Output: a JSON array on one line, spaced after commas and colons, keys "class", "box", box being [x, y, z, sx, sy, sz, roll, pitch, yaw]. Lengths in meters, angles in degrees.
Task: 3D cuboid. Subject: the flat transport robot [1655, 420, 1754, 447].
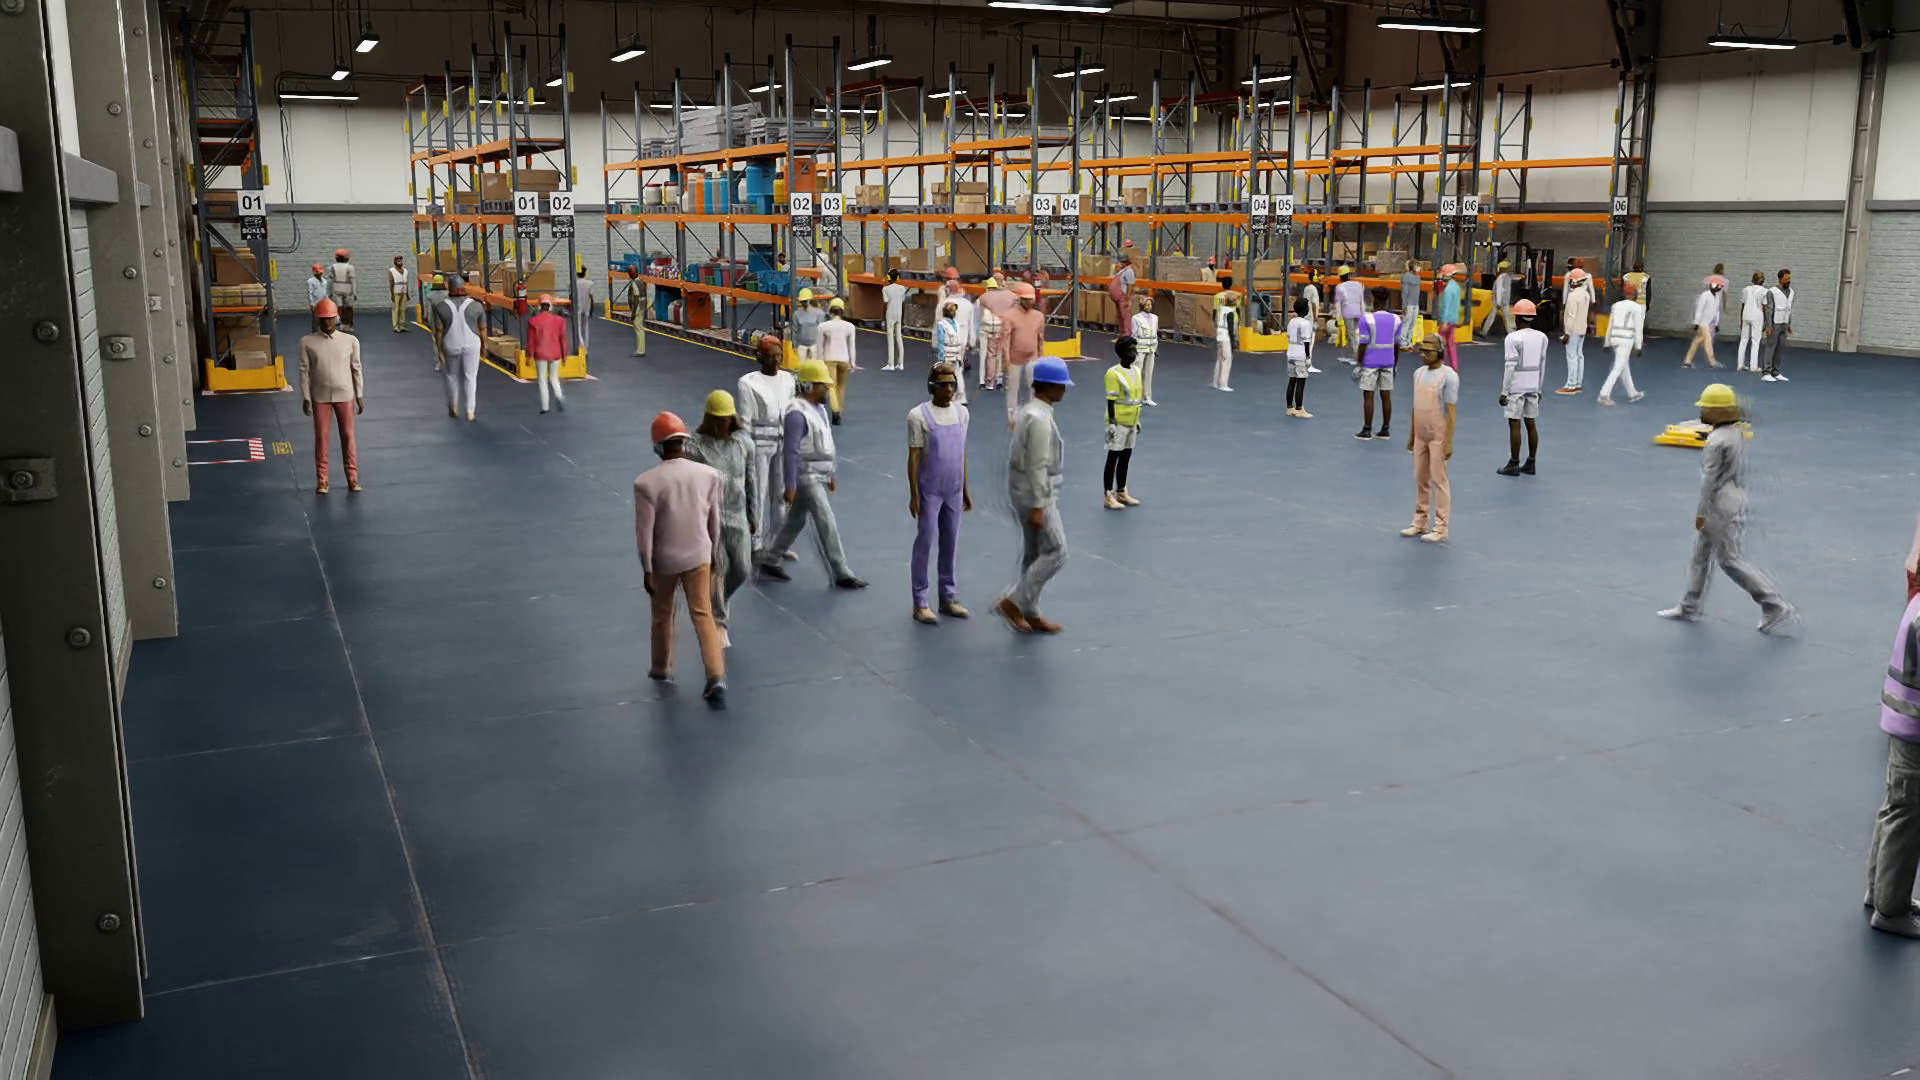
[{"class": "flat transport robot", "box": [9.385, -1.356, 20.933, 1.431, 0.197, 0.652, -11, 15, -43]}]

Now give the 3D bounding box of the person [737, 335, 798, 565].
[{"class": "person", "box": [-1.568, -0.742, 13.699, 0.583, 1.882, 0.338, -10, 15, -43]}]

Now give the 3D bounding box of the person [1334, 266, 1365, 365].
[{"class": "person", "box": [7.384, -4.287, 31.758, 0.590, 1.864, 0.824, -6, 13, -28]}]

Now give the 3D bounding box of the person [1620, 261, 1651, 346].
[{"class": "person", "box": [14.687, -5.141, 36.167, 0.630, 1.842, 0.429, 7, 13, 31]}]

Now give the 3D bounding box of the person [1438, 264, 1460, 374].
[{"class": "person", "box": [8.611, -3.889, 29.457, 0.548, 1.980, 0.656, 7, 13, 30]}]

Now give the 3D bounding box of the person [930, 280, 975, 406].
[{"class": "person", "box": [-0.156, -2.981, 25.154, 0.667, 1.856, 1.015, -9, 14, -38]}]

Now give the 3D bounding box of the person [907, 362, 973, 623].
[{"class": "person", "box": [-0.140, -0.340, 11.757, 0.517, 1.843, 0.326, -8, 14, -36]}]

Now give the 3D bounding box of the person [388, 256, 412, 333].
[{"class": "person", "box": [-13.533, -5.925, 40.135, 0.396, 1.847, 0.564, 6, 13, 27]}]

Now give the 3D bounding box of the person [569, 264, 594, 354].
[{"class": "person", "box": [-7.678, -4.668, 33.742, 0.524, 1.852, 0.715, -3, 12, -15]}]

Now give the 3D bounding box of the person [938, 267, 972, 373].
[{"class": "person", "box": [-0.105, -3.943, 29.942, 0.546, 1.887, 0.976, -5, 12, -22]}]

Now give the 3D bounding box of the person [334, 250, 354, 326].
[{"class": "person", "box": [-15.774, -6.440, 42.532, 0.547, 1.934, 0.375, 3, 12, 17]}]

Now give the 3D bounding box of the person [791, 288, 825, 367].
[{"class": "person", "box": [-2.302, -2.947, 25.237, 0.538, 1.750, 0.397, 3, 11, 14]}]

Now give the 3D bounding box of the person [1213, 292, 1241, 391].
[{"class": "person", "box": [4.328, -3.240, 27.104, 0.378, 1.615, 0.677, -1, 11, -3]}]

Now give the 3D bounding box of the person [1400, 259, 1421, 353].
[{"class": "person", "box": [9.309, -4.830, 34.338, 0.361, 1.937, 0.635, 10, 15, 40]}]

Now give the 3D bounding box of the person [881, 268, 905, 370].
[{"class": "person", "box": [-1.233, -4.048, 30.541, 0.514, 1.872, 0.328, -9, 14, -38]}]

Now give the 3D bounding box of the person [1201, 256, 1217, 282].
[{"class": "person", "box": [6.533, -6.518, 43.403, 0.562, 1.746, 0.339, -10, 15, -40]}]

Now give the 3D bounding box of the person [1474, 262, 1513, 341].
[{"class": "person", "box": [12.198, -5.399, 37.646, 0.585, 1.770, 0.927, -9, 15, -40]}]

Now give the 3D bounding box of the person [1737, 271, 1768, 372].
[{"class": "person", "box": [14.438, -3.972, 30.254, 0.345, 1.838, 0.501, -9, 14, -38]}]

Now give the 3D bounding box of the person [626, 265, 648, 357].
[{"class": "person", "box": [-6.473, -4.590, 33.376, 0.388, 1.837, 0.563, 0, 11, -1]}]

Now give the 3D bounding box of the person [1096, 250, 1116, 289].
[{"class": "person", "box": [3.859, -6.729, 44.097, 0.592, 1.902, 0.584, -5, 12, -25]}]

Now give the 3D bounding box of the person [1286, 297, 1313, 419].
[{"class": "person", "box": [4.786, -2.561, 23.416, 0.317, 1.700, 0.537, -4, 12, -17]}]

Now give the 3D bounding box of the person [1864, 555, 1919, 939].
[{"class": "person", "box": [3.850, 0.774, 6.649, 0.315, 1.629, 0.508, 6, 12, 27]}]

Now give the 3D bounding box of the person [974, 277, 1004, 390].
[{"class": "person", "box": [0.519, -3.348, 27.064, 0.595, 1.837, 0.404, -1, 11, -5]}]

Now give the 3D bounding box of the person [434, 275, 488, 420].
[{"class": "person", "box": [-7.019, -2.735, 23.433, 0.699, 2.000, 0.910, -3, 12, -15]}]

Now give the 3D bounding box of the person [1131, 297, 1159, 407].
[{"class": "person", "box": [2.757, -2.810, 24.833, 0.523, 1.639, 0.306, -8, 14, -37]}]

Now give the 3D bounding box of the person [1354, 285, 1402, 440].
[{"class": "person", "box": [5.304, -2.246, 21.136, 0.612, 1.963, 0.361, -3, 12, -17]}]

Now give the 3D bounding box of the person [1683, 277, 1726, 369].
[{"class": "person", "box": [13.847, -4.014, 30.782, 0.836, 1.699, 0.581, 11, 16, 44]}]

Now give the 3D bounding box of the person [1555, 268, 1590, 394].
[{"class": "person", "box": [9.794, -3.321, 26.524, 0.380, 1.994, 0.618, 10, 15, 41]}]

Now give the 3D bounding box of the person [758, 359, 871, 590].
[{"class": "person", "box": [-1.175, -0.501, 12.798, 0.949, 1.789, 0.603, 2, 11, 11]}]

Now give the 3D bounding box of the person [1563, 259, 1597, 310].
[{"class": "person", "box": [13.687, -5.267, 36.759, 0.692, 1.858, 0.587, 7, 13, 30]}]

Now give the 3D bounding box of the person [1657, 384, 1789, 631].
[{"class": "person", "box": [5.353, -0.226, 11.526, 0.813, 1.712, 0.498, 8, 14, 36]}]

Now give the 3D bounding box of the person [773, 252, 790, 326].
[{"class": "person", "box": [-4.564, -6.425, 42.611, 0.513, 1.876, 0.328, 2, 11, 9]}]

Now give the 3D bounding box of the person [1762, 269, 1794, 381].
[{"class": "person", "box": [14.066, -3.690, 28.595, 0.597, 1.917, 0.378, -6, 12, -27]}]
